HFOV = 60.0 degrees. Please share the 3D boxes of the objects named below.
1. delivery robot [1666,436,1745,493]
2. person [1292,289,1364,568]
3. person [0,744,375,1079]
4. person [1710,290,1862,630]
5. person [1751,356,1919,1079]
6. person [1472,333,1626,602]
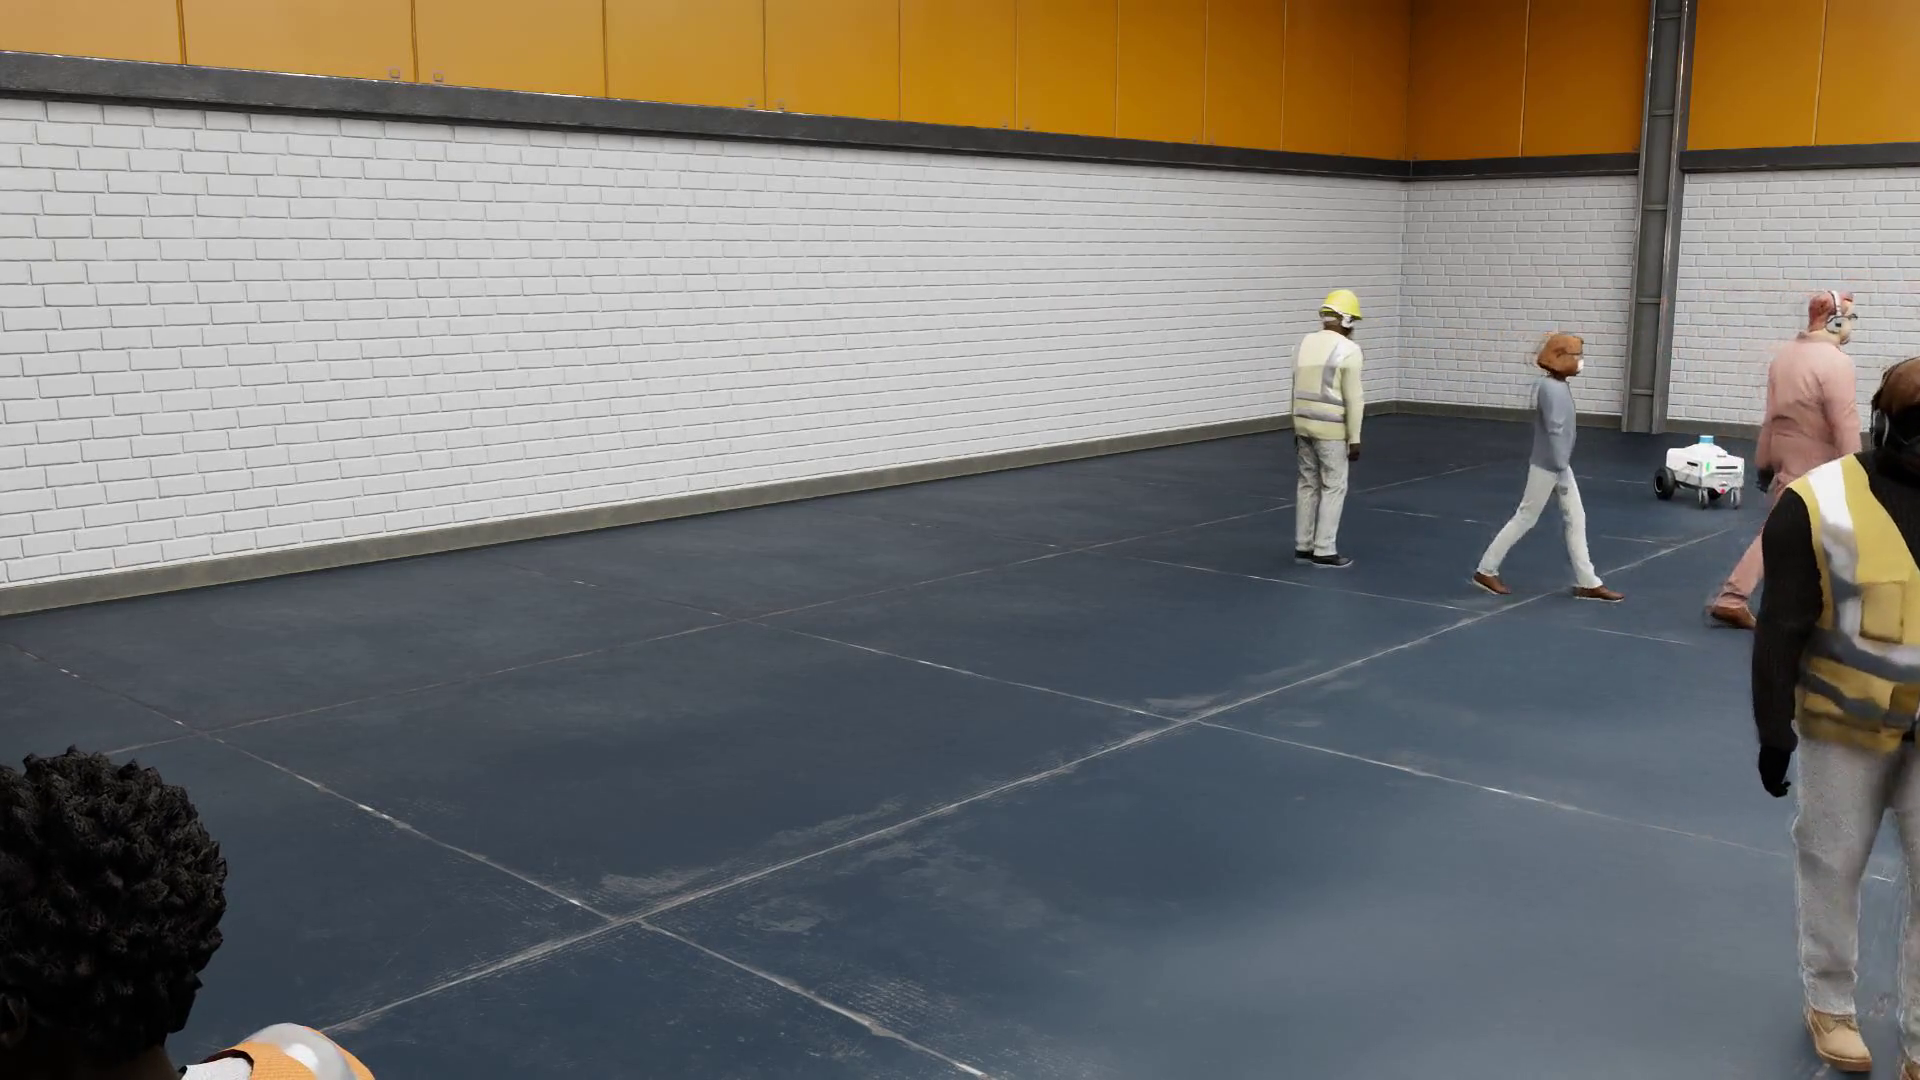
[{"bbox_3d":[6.034,-0.603,13.476,0.477,0.478,0.707,-1,10,-4],"label":"delivery robot"},{"bbox_3d":[2.405,-0.717,10.823,0.447,1.808,0.604,-6,11,-29],"label":"person"},{"bbox_3d":[-0.656,0.998,1.398,0.320,1.694,0.532,3,10,16],"label":"person"},{"bbox_3d":[4.595,-0.419,9.021,1.004,1.859,0.663,0,10,3],"label":"person"},{"bbox_3d":[2.252,0.477,3.993,0.657,1.817,0.740,3,10,14],"label":"person"},{"bbox_3d":[3.479,-0.430,9.818,0.864,1.589,0.518,5,11,27],"label":"person"}]
